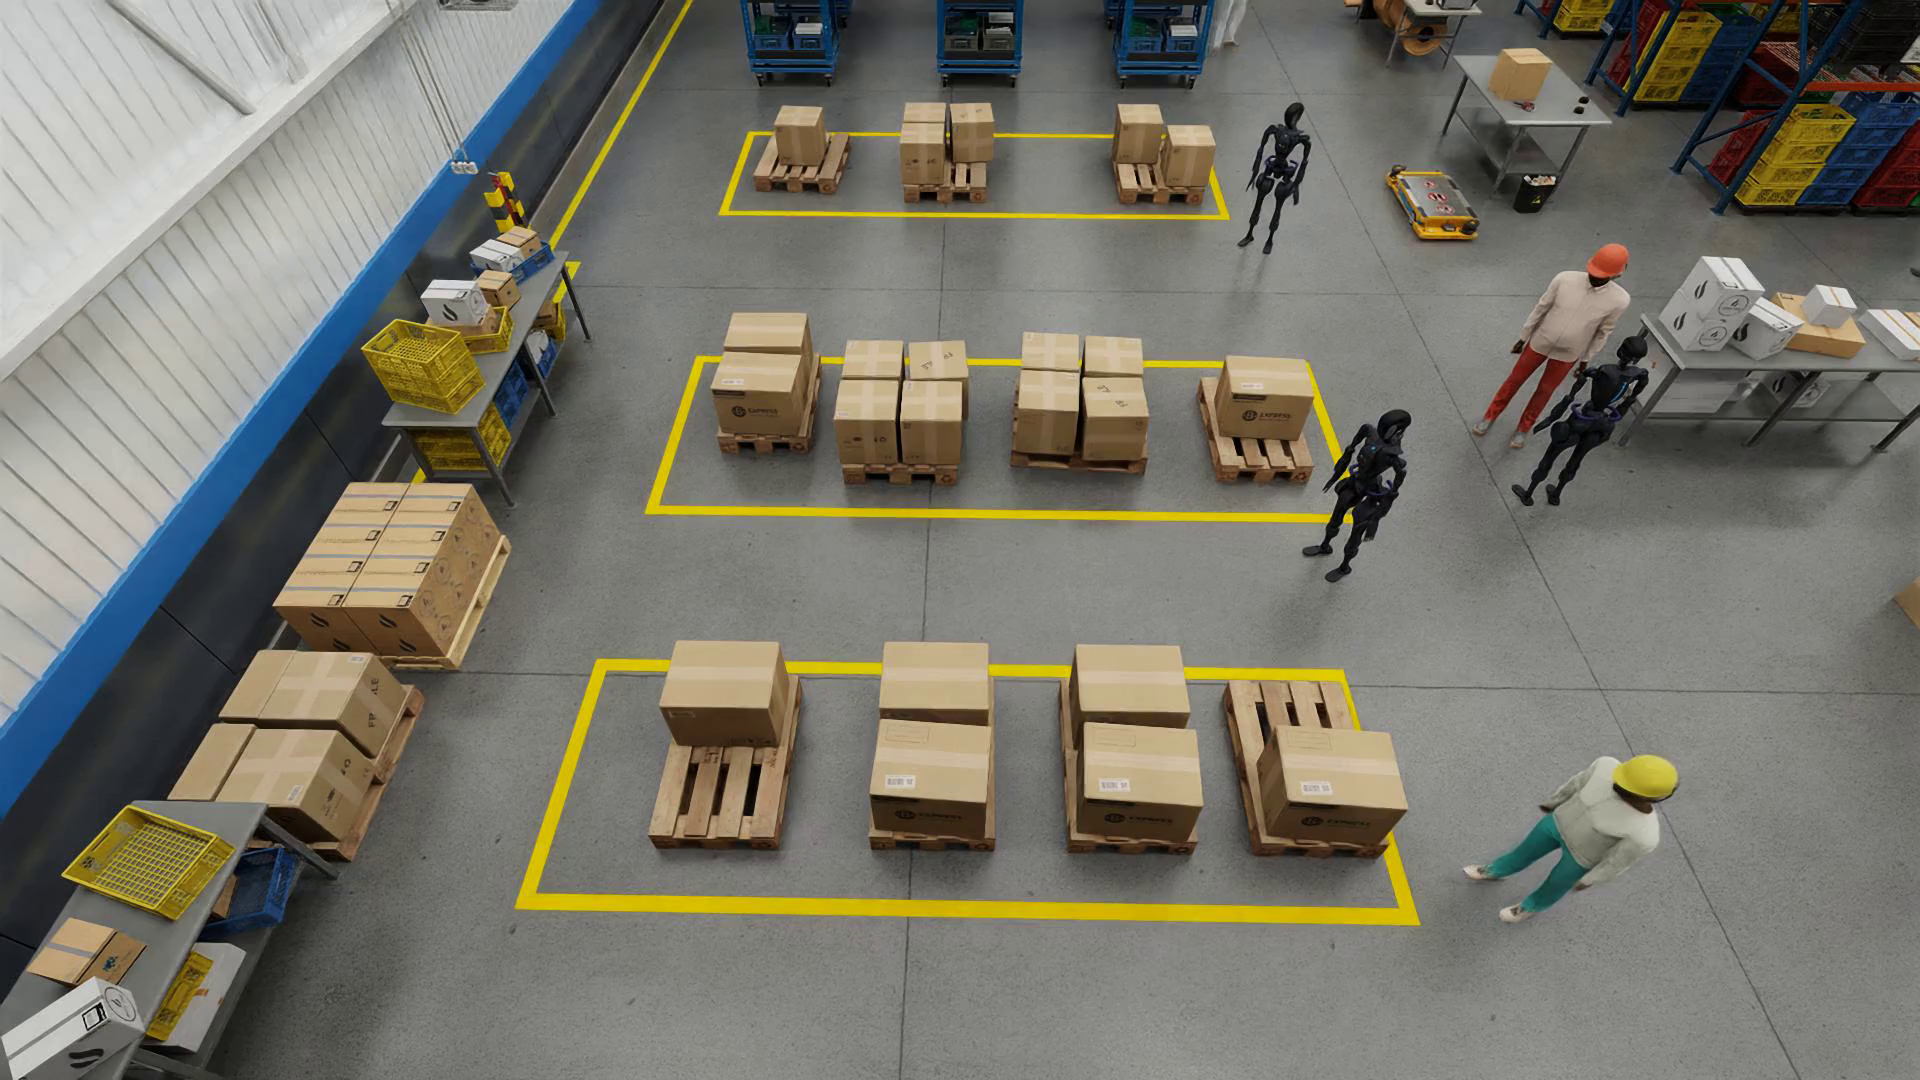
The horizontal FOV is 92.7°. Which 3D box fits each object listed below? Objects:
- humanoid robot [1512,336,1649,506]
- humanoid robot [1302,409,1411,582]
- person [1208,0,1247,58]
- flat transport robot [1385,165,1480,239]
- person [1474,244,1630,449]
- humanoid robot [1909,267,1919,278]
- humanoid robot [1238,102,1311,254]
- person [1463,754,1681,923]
[{"bbox_3d":[5.035,-0.948,7.413,0.591,1.657,0.326,1,49,1],"label":"humanoid robot"},{"bbox_3d":[2.997,-0.327,6.875,0.324,1.658,0.601,-16,51,-14],"label":"humanoid robot"},{"bbox_3d":[4.094,-8.188,13.579,0.711,1.855,0.349,-29,55,-23],"label":"person"},{"bbox_3d":[5.692,-4.094,11.059,0.652,0.197,1.431,1,49,1],"label":"flat transport robot"},{"bbox_3d":[5.071,-1.634,7.813,0.608,1.986,0.387,28,55,22],"label":"person"},{"bbox_3d":[10.925,-3.434,9.606,0.804,1.618,0.584,15,51,13],"label":"humanoid robot"},{"bbox_3d":[3.460,-3.931,9.997,0.603,1.653,0.315,27,54,21],"label":"humanoid robot"},{"bbox_3d":[3.410,1.666,5.104,0.339,1.766,0.529,-4,49,-3],"label":"person"}]
